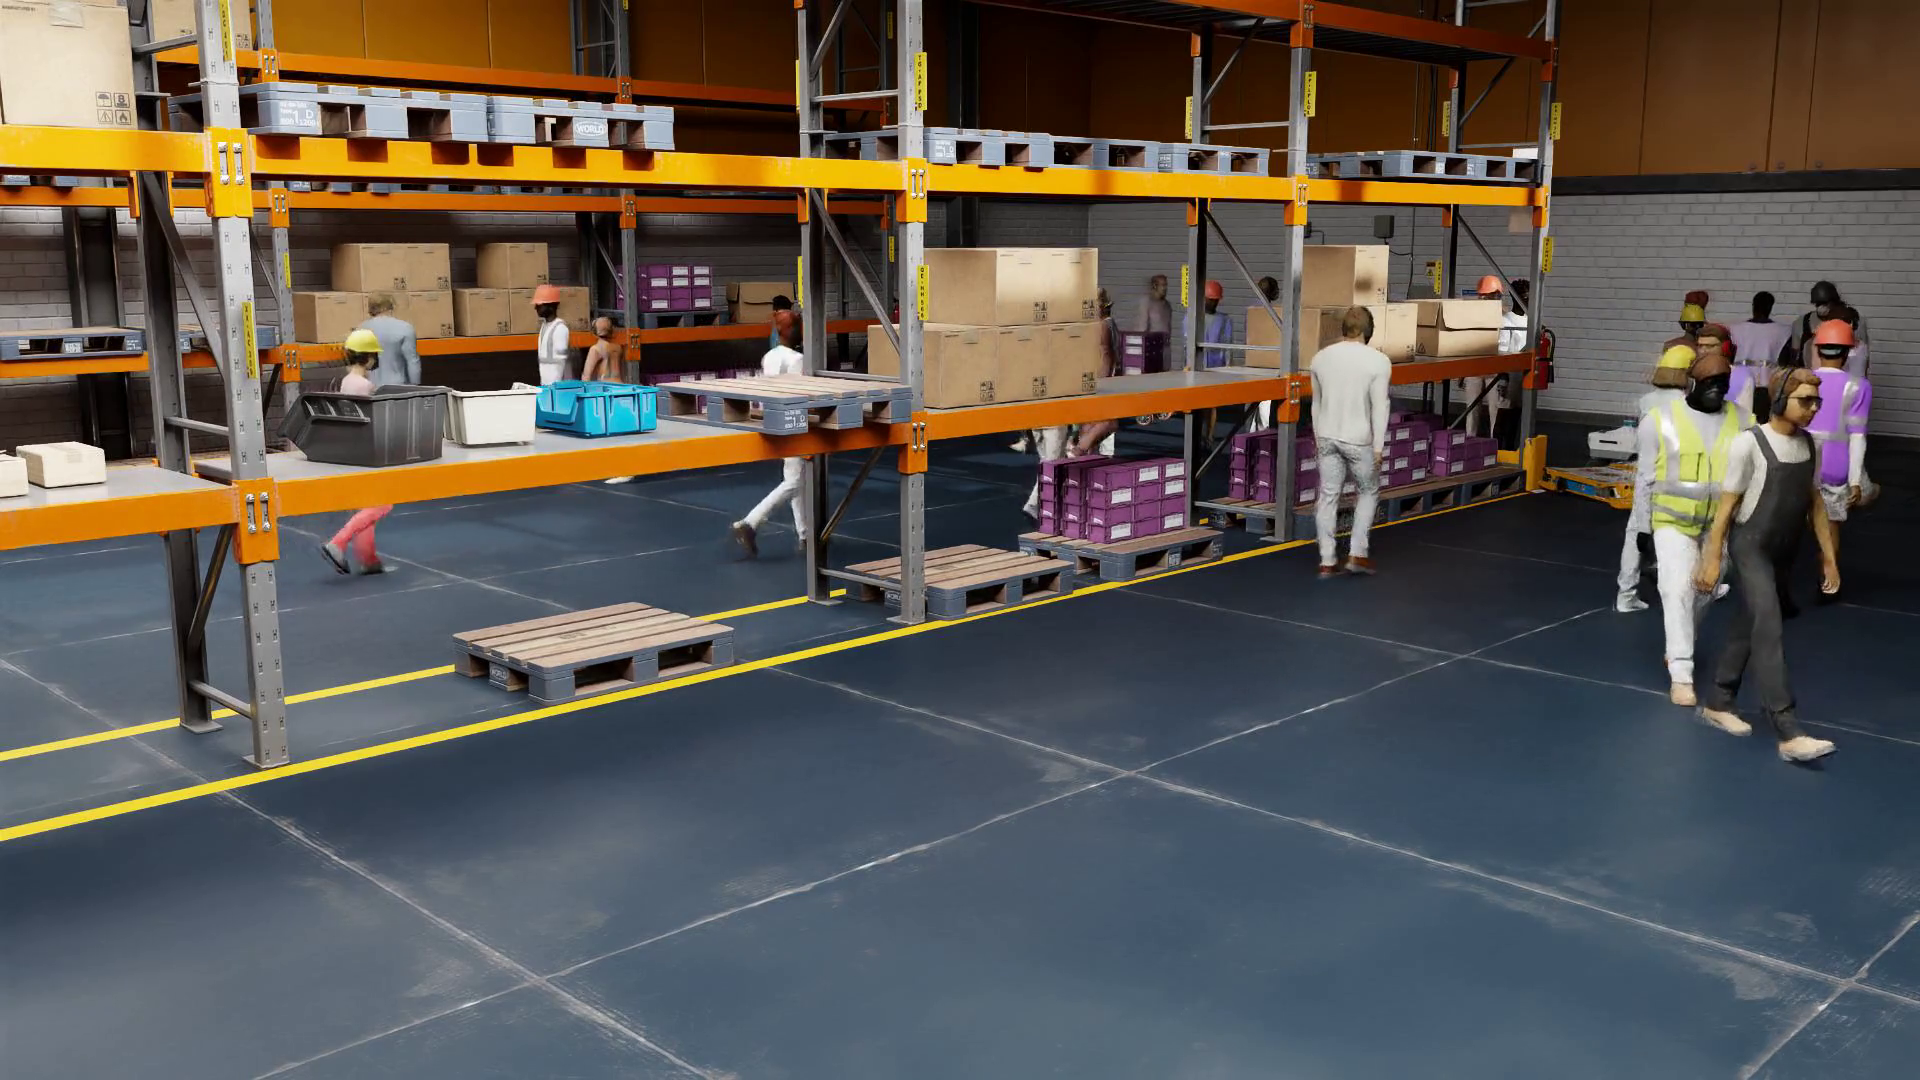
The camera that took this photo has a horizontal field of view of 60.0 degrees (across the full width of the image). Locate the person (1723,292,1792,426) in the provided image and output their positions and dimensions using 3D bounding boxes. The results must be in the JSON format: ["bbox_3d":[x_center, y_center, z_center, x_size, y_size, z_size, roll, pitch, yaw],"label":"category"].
[{"bbox_3d":[7.670,-1.454,16.096,0.627,1.860,1.060,5,11,24],"label":"person"}]

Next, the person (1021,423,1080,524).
[{"bbox_3d":[0.716,-0.932,13.944,0.531,1.602,0.686,9,14,41],"label":"person"}]

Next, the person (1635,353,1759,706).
[{"bbox_3d":[3.897,-0.091,8.795,0.635,1.807,0.868,1,10,5],"label":"person"}]

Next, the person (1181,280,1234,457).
[{"bbox_3d":[2.688,-1.868,18.134,0.577,1.924,0.452,1,10,3],"label":"person"}]

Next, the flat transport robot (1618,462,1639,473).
[{"bbox_3d":[6.893,-0.642,15.973,1.431,0.197,0.652,-6,12,-28],"label":"flat transport robot"}]

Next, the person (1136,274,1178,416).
[{"bbox_3d":[2.592,-2.619,22.338,0.651,1.889,0.714,-9,14,-40],"label":"person"}]

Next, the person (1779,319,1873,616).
[{"bbox_3d":[5.435,-0.456,10.577,0.561,1.892,0.949,9,14,40],"label":"person"}]

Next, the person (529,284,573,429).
[{"bbox_3d":[-4.069,-1.552,16.427,0.548,1.919,0.586,-7,12,-32],"label":"person"}]

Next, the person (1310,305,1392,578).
[{"bbox_3d":[2.748,-0.688,11.726,0.648,1.916,0.575,8,13,38],"label":"person"}]

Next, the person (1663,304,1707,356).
[{"bbox_3d":[6.791,-1.313,15.553,0.523,1.769,0.314,-2,11,-13],"label":"person"}]

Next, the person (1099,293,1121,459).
[{"bbox_3d":[1.497,-1.721,17.608,0.404,1.825,0.601,1,10,3],"label":"person"}]

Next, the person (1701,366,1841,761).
[{"bbox_3d":[3.828,0.107,7.717,0.556,1.797,0.943,-4,11,-22],"label":"person"}]

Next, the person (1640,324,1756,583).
[{"bbox_3d":[5.098,-0.568,11.399,0.947,1.794,0.611,-8,13,-36],"label":"person"}]

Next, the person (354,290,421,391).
[{"bbox_3d":[-5.255,-1.319,15.243,0.672,1.908,0.424,4,11,19],"label":"person"}]

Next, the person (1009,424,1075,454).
[{"bbox_3d":[0.985,-1.765,18.322,0.906,1.643,0.544,-7,13,-35],"label":"person"}]

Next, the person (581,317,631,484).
[{"bbox_3d":[-3.527,-1.350,16.162,0.757,1.605,0.592,3,11,14],"label":"person"}]

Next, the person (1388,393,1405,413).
[{"bbox_3d":[5.006,-2.201,20.083,0.839,1.880,0.653,3,11,14],"label":"person"}]

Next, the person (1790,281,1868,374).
[{"bbox_3d":[8.651,-1.642,16.600,0.740,2.000,1.068,7,12,33],"label":"person"}]

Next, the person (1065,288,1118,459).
[{"bbox_3d":[1.295,-1.514,16.284,0.514,1.894,0.663,-4,11,-20],"label":"person"}]

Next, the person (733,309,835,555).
[{"bbox_3d":[-1.332,-0.798,12.483,0.808,1.863,0.582,-6,12,-30],"label":"person"}]

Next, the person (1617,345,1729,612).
[{"bbox_3d":[4.596,-0.393,10.683,0.876,1.702,0.498,-5,12,-27],"label":"person"}]

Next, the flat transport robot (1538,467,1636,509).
[{"bbox_3d":[5.944,-0.492,15.155,0.652,0.197,1.431,-2,11,-11],"label":"flat transport robot"}]

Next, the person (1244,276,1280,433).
[{"bbox_3d":[3.485,-2.046,19.079,0.357,1.938,0.637,-4,11,-19],"label":"person"}]

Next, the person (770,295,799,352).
[{"bbox_3d":[-2.091,-2.072,19.871,0.321,1.699,0.535,-7,12,-32],"label":"person"}]

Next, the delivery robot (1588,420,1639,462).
[{"bbox_3d":[6.681,-0.957,16.663,0.707,0.478,0.477,10,14,42],"label":"delivery robot"}]

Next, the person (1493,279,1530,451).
[{"bbox_3d":[5.668,-1.677,16.992,0.611,1.965,0.362,-10,14,-44],"label":"person"}]

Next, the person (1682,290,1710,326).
[{"bbox_3d":[7.663,-1.649,17.196,0.889,1.864,0.597,4,11,21],"label":"person"}]

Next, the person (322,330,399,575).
[{"bbox_3d":[-4.222,-0.594,11.664,0.470,1.751,0.543,-6,12,-32],"label":"person"}]

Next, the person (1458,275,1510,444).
[{"bbox_3d":[5.460,-1.743,17.273,0.623,1.992,0.396,9,14,41],"label":"person"}]

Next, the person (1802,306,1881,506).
[{"bbox_3d":[7.765,-1.164,14.696,0.978,1.782,0.619,-6,12,-32],"label":"person"}]
